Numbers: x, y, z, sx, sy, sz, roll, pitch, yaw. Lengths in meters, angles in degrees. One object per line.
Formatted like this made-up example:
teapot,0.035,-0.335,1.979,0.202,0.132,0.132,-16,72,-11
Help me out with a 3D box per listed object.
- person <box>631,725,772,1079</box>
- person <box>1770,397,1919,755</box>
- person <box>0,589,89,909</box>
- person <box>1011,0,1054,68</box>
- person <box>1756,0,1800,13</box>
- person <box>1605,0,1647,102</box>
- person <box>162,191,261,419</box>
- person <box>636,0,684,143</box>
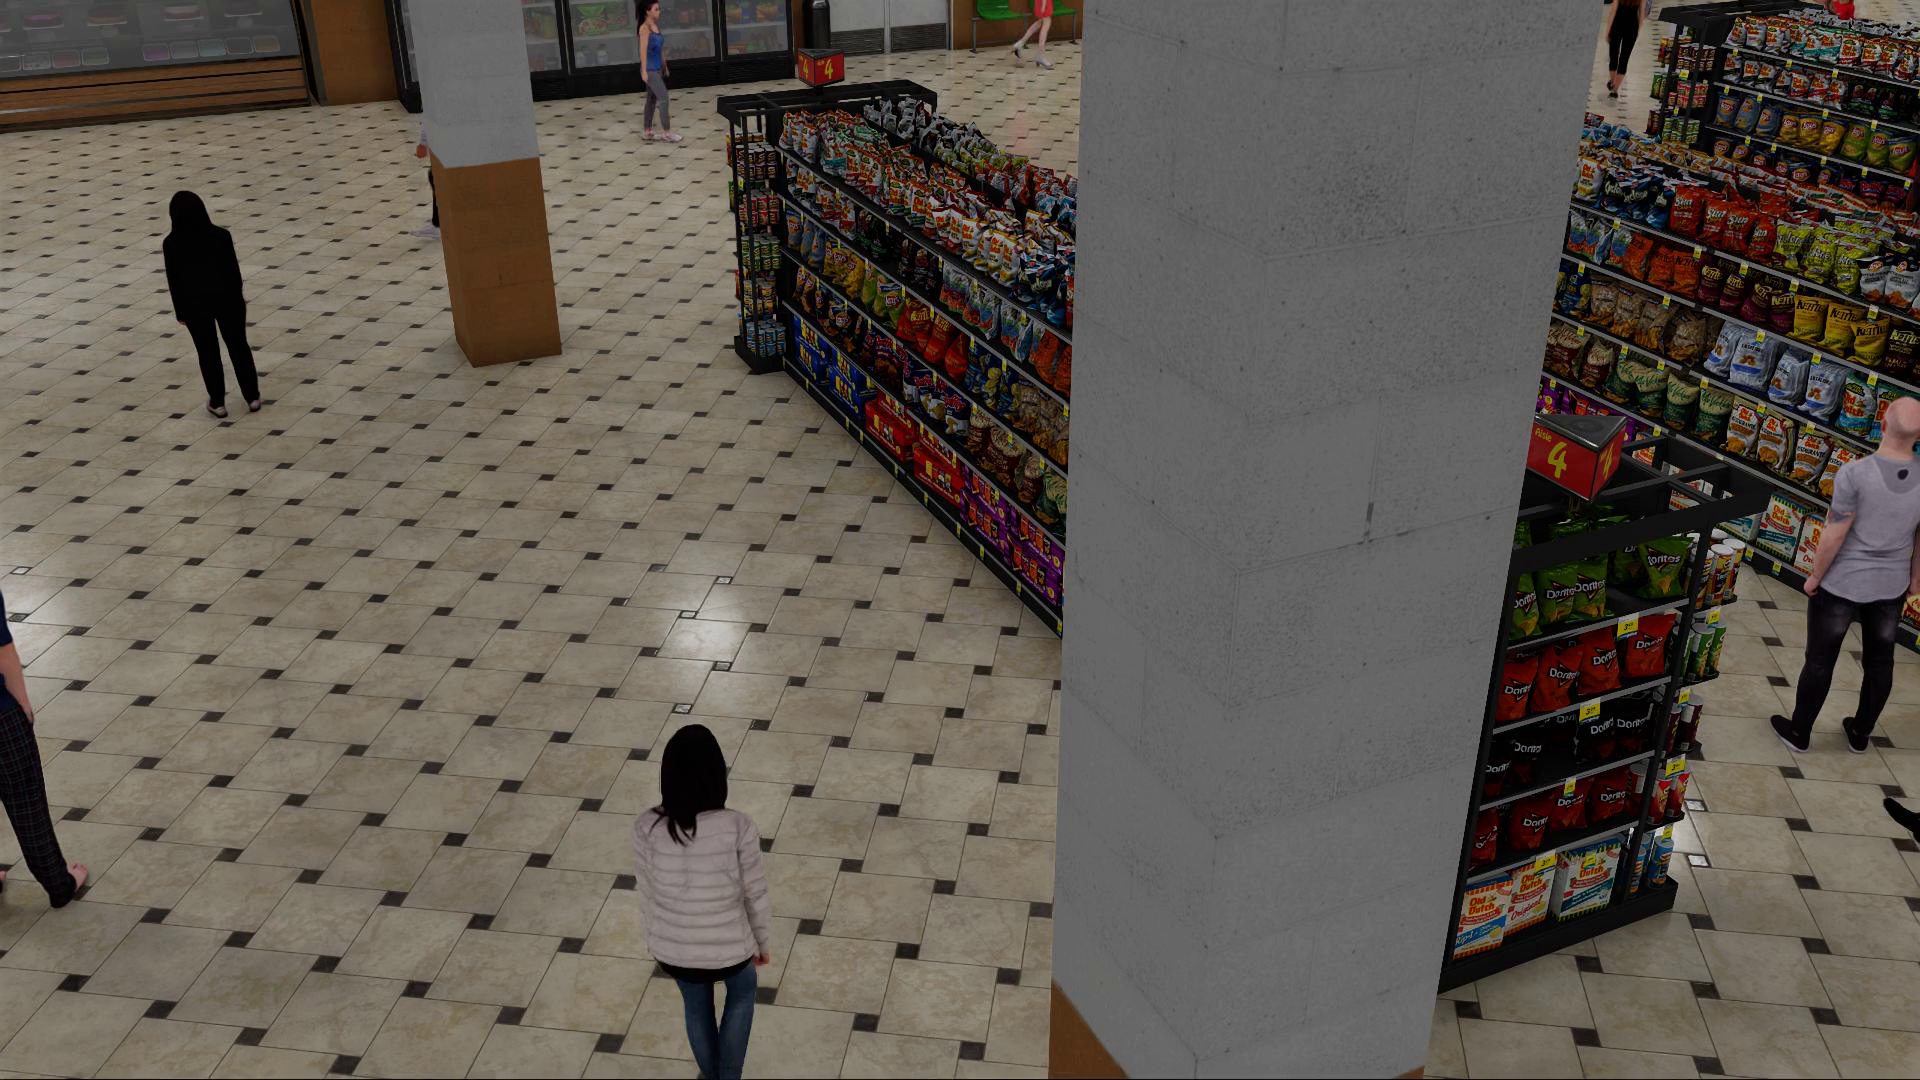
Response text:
person,-0.893,1.392,5.694,0.774,1.628,0.850,1,27,1
person,4.260,0.182,7.848,0.758,1.837,0.769,3,27,5
person,-4.036,0.704,6.786,0.713,1.868,0.650,-4,27,-7
person,1.082,-7.426,22.889,0.854,1.803,0.886,-4,27,-7
person,10.094,-6.296,20.717,0.795,1.752,0.654,-23,35,-38
person,8.361,-6.360,20.932,1.071,1.672,1.154,8,28,15
person,-5.278,-1.661,11.728,0.655,1.616,0.639,-16,31,-28
person,-3.592,-5.369,19.065,0.869,1.593,0.836,4,27,9
